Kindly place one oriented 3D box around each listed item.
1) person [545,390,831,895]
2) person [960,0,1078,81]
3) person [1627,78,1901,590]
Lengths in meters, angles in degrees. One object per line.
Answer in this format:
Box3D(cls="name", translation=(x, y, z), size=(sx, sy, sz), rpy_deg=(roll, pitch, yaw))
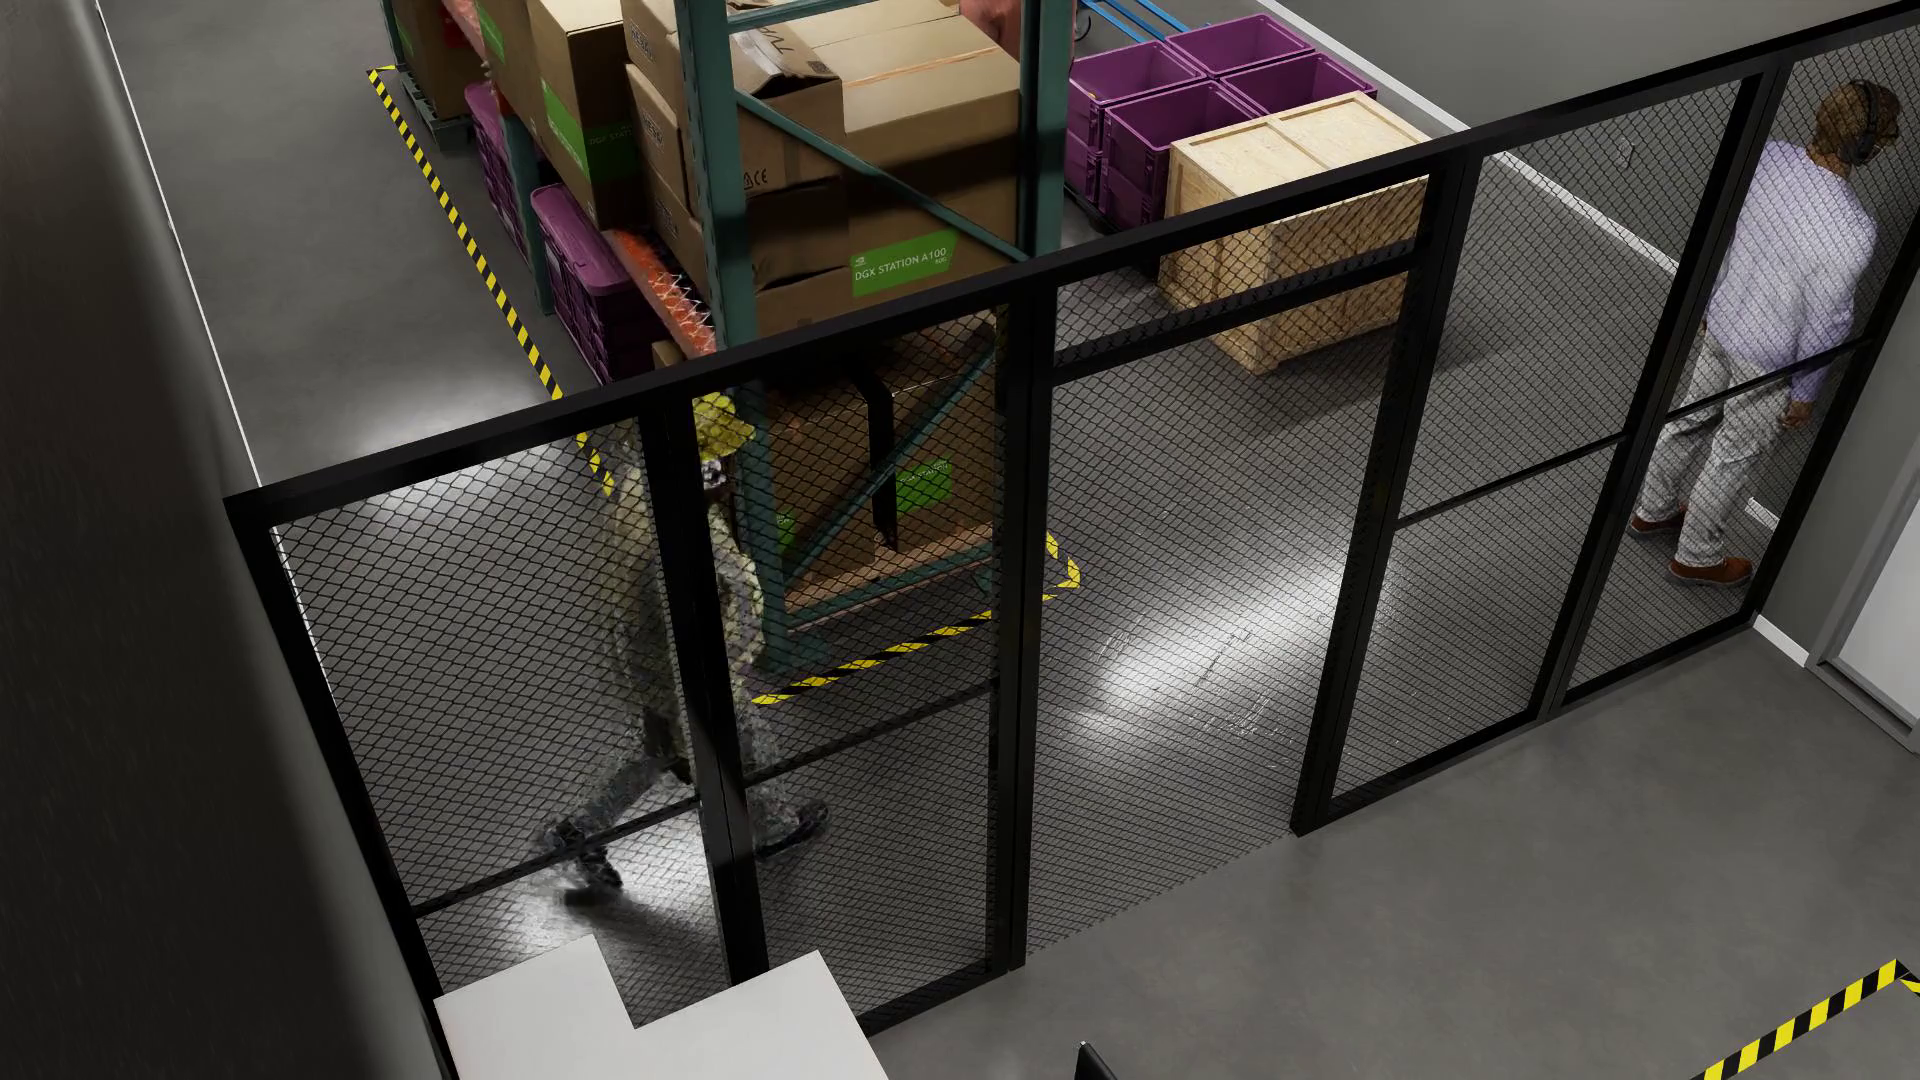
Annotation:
Box3D(cls="person", translation=(-0.841, 0.353, 4.679), size=(0.827, 1.787, 0.627), rpy_deg=(-17, 45, -18))
Box3D(cls="person", translation=(0.215, -1.810, 6.884), size=(0.609, 1.996, 0.379), rpy_deg=(-31, 51, -29))
Box3D(cls="person", translation=(2.734, -0.668, 5.676), size=(0.358, 1.938, 0.636), rpy_deg=(-9, 43, -9))
